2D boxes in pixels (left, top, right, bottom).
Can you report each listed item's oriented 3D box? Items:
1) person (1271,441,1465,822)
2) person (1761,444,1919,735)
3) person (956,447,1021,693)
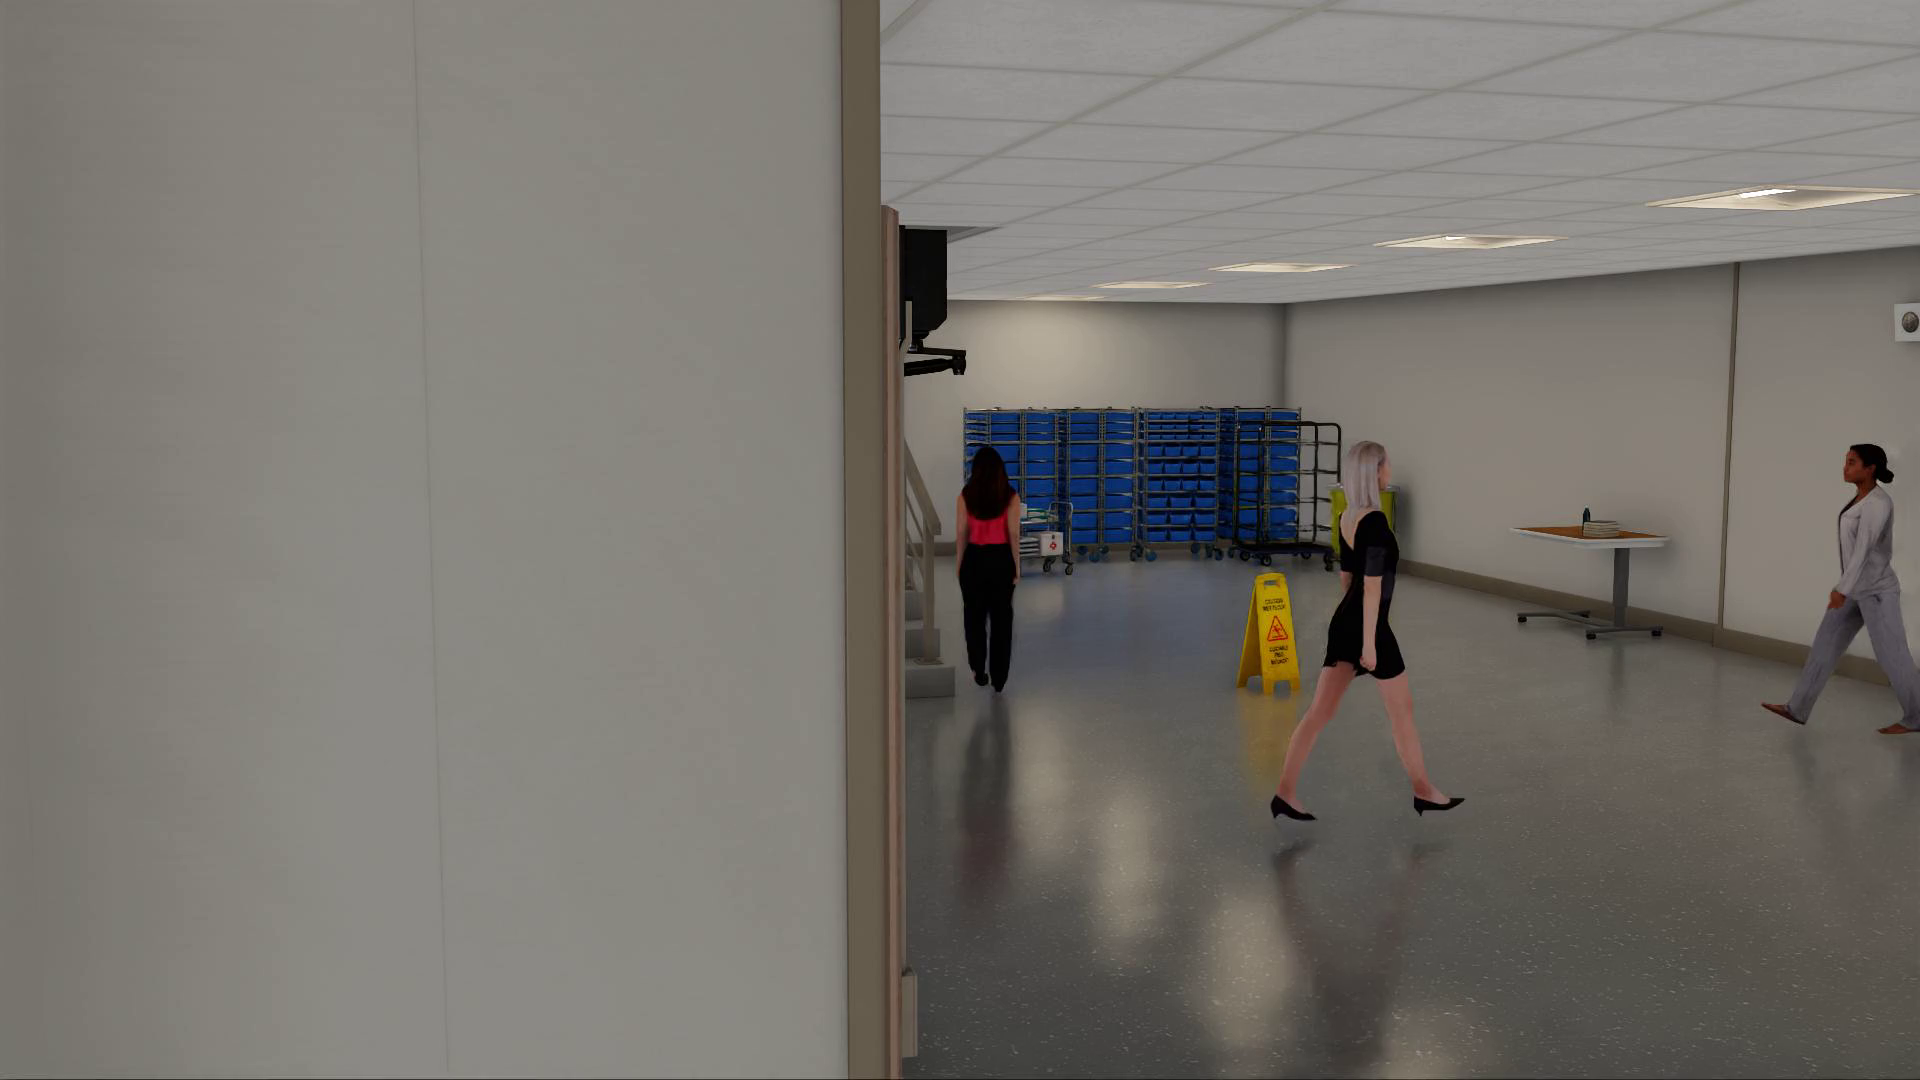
[{"bbox_3d":[1.766,0.482,7.703,0.684,1.776,1.114,-2,6,-17],"label":"person"},{"bbox_3d":[5.401,0.320,9.731,1.015,1.693,1.165,1,6,8],"label":"person"},{"bbox_3d":[0.181,0.221,10.972,0.726,1.641,0.918,1,6,8],"label":"person"}]
